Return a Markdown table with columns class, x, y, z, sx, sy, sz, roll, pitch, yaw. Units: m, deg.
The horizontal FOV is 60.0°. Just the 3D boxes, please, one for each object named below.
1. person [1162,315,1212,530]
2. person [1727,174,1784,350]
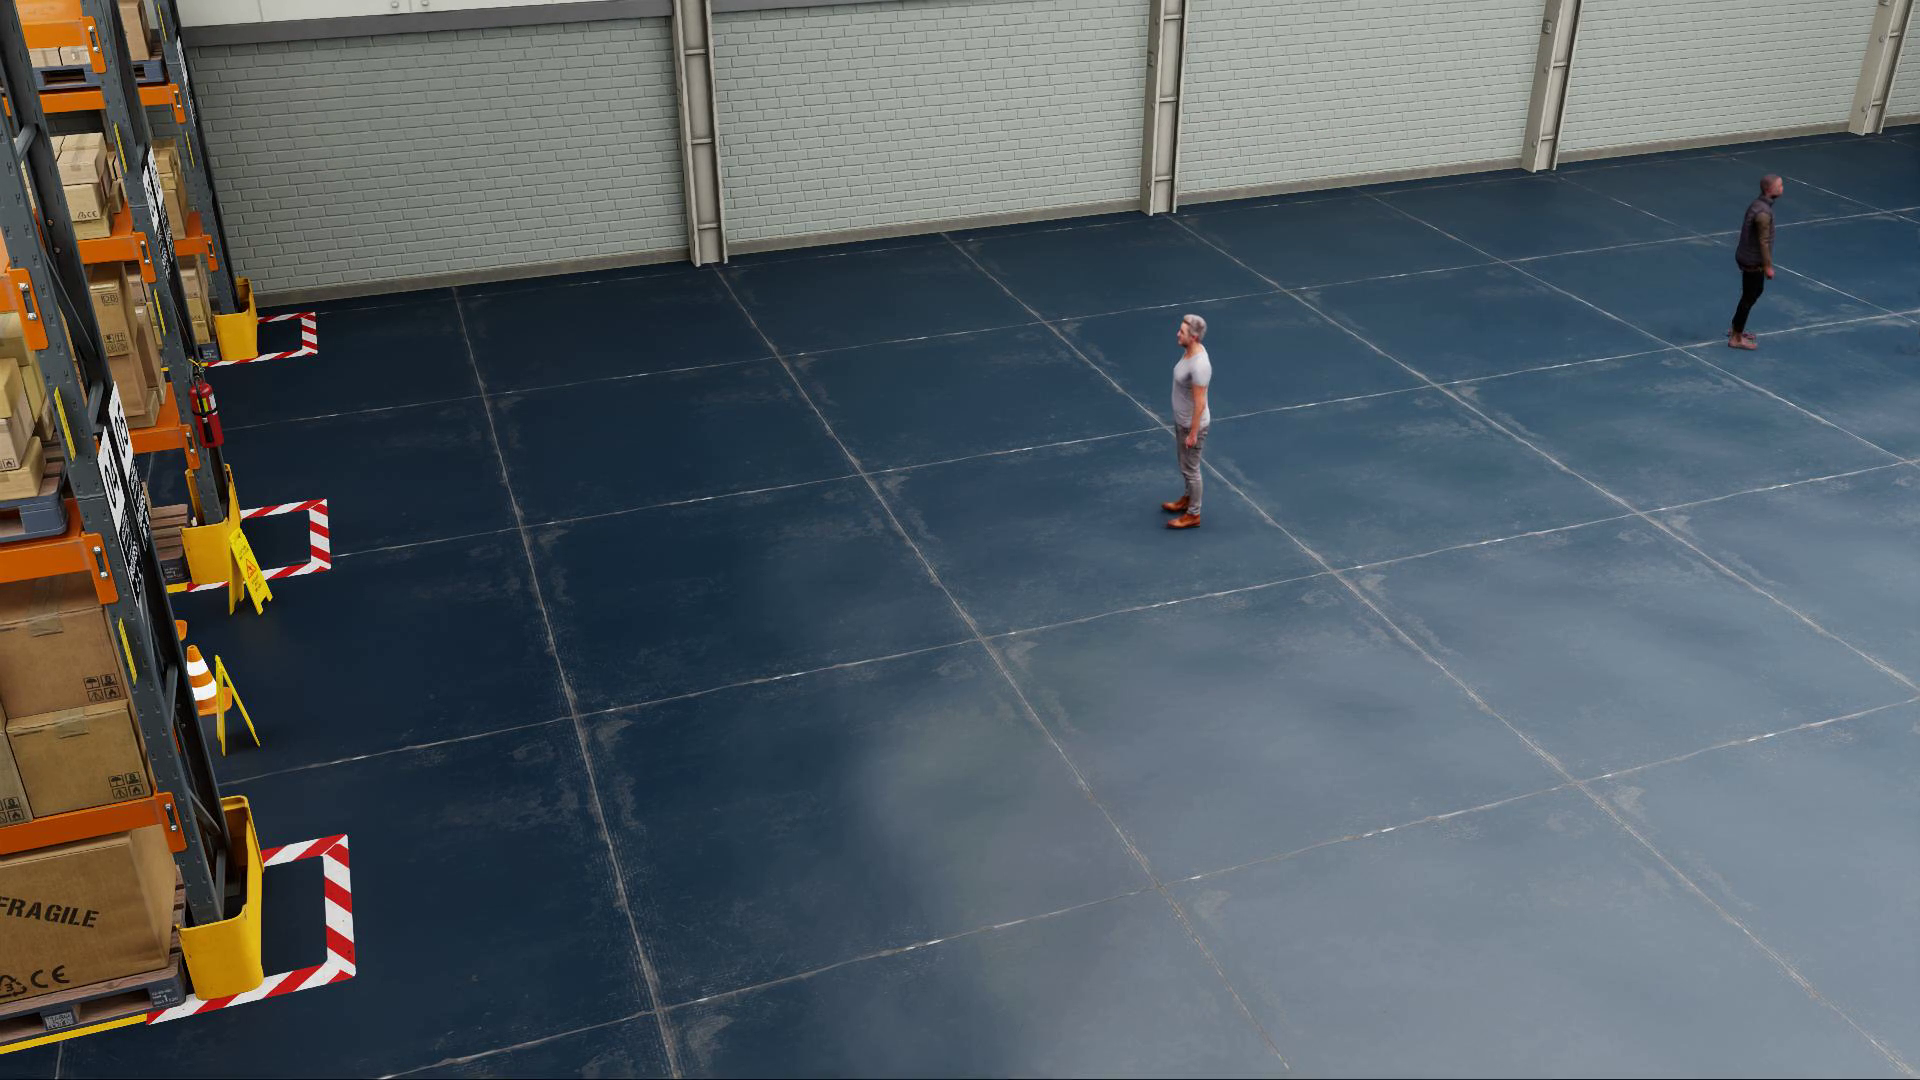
| class | x | y | z | sx | sy | sz | roll | pitch | yaw |
| --- | --- | --- | --- | --- | --- | --- | --- | --- | --- |
| person | 1.905 | -0.977 | 13.651 | 0.677 | 1.827 | 0.758 | 0 | 28 | 0 |
| person | 8.173 | -2.888 | 17.231 | 0.881 | 1.833 | 0.831 | 11 | 30 | 19 |
